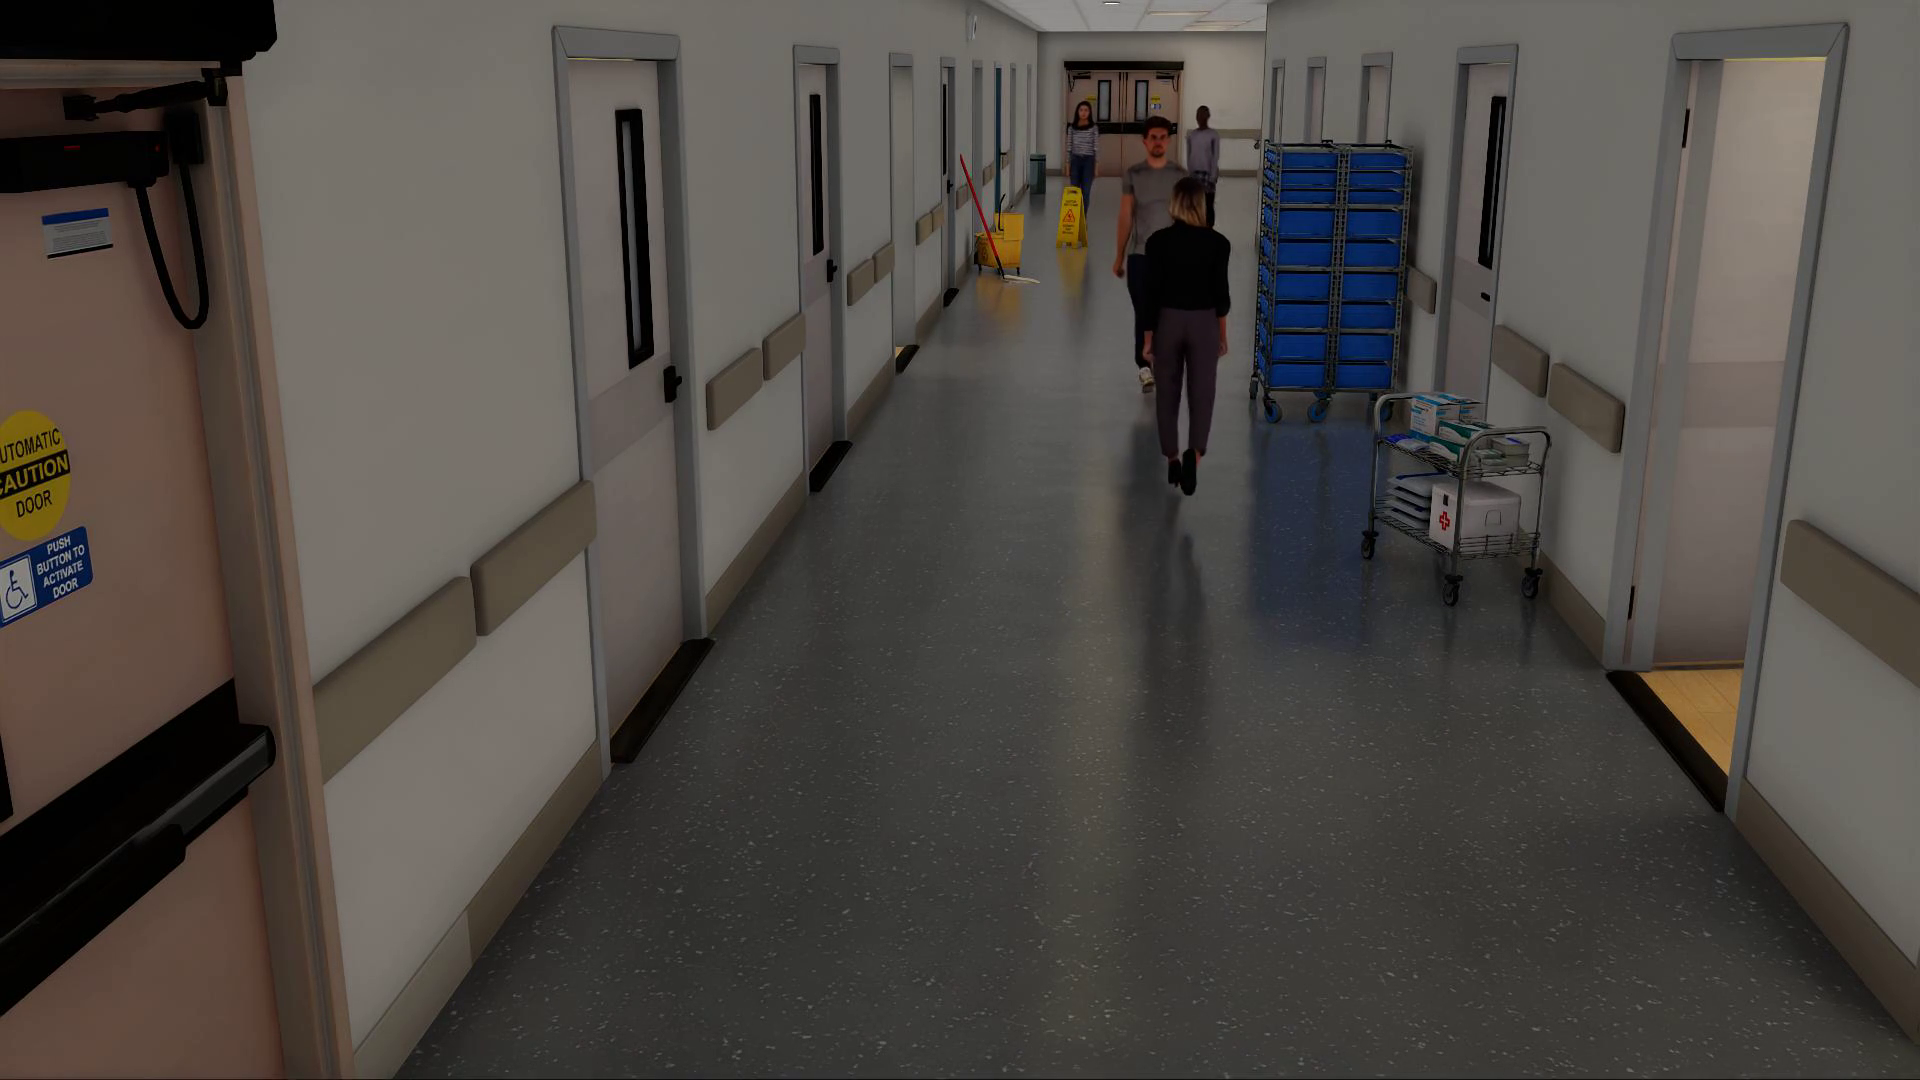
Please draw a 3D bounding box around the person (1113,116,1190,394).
[{"bbox_3d":[1.352,-1.966,11.606,0.779,1.846,1.221,0,16,-2],"label":"person"}]

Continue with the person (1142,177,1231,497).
[{"bbox_3d":[1.161,-0.991,8.525,0.637,1.641,1.007,2,16,9],"label":"person"}]

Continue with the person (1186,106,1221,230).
[{"bbox_3d":[3.098,-4.540,20.949,0.921,1.729,1.206,8,18,26],"label":"person"}]

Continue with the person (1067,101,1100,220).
[{"bbox_3d":[1.667,-4.991,22.415,0.607,1.786,0.713,3,16,9],"label":"person"}]
